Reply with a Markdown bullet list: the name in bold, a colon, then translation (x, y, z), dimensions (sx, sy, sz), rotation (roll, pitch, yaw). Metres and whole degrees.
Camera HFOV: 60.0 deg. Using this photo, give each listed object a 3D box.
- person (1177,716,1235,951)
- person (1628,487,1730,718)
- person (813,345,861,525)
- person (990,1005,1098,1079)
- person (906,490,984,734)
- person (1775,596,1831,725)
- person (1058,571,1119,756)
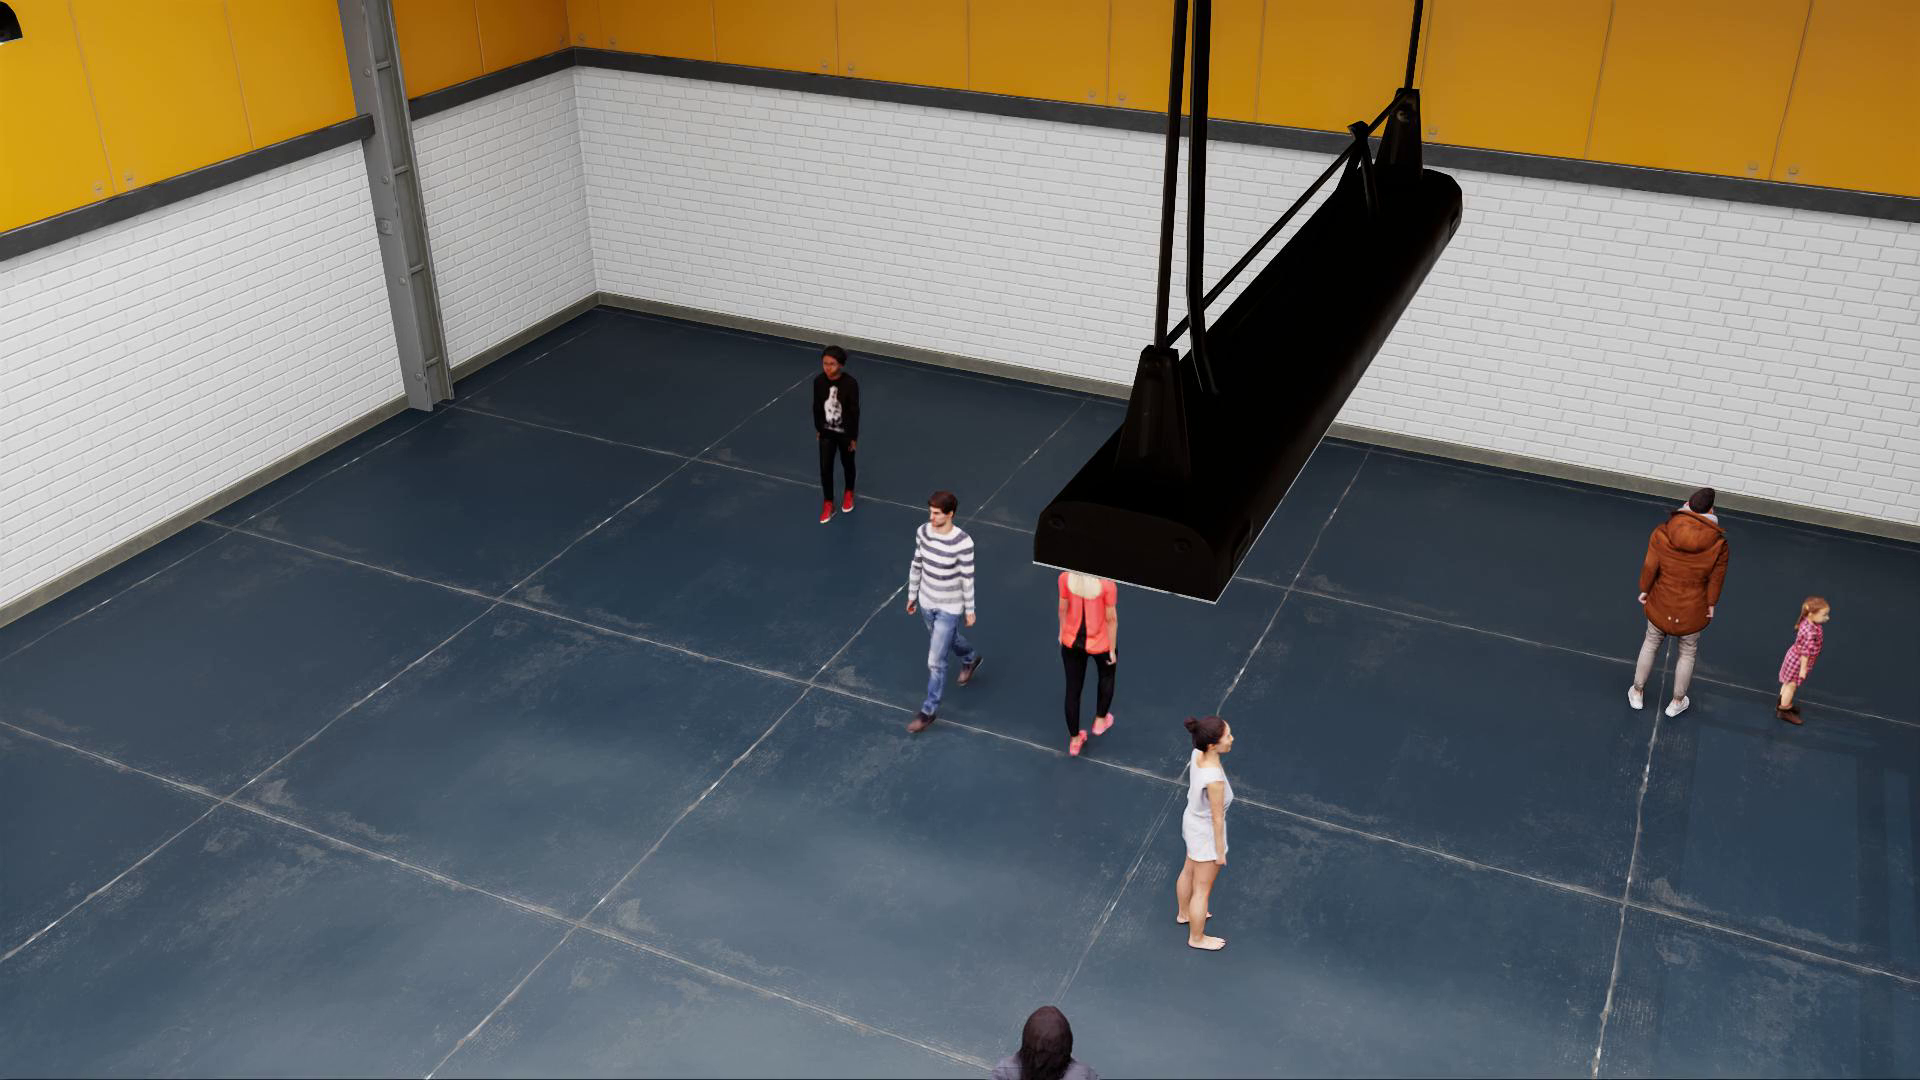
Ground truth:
- **person**: translation (1.474, 1.741, 10.029), dimensions (0.722, 1.607, 0.641), rotation (-5, 29, -9)
- **person**: translation (5.254, 0.448, 12.160), dimensions (0.721, 1.837, 0.708), rotation (15, 32, 25)
- **person**: translation (-1.076, -1.015, 15.037), dimensions (0.737, 1.651, 0.887), rotation (3, 29, 6)
- **person**: translation (0.390, 2.924, 7.910), dimensions (0.950, 1.561, 1.133), rotation (0, 29, 0)
- **person**: translation (-0.068, 0.438, 12.208), dimensions (0.890, 1.808, 1.279), rotation (22, 36, 35)
- **person**: translation (6.200, 0.862, 12.252), dimensions (0.486, 1.022, 0.378), rotation (11, 31, 20)
- **person**: translation (0.867, 0.785, 11.709), dimensions (0.650, 1.678, 0.742), rotation (11, 30, 19)
